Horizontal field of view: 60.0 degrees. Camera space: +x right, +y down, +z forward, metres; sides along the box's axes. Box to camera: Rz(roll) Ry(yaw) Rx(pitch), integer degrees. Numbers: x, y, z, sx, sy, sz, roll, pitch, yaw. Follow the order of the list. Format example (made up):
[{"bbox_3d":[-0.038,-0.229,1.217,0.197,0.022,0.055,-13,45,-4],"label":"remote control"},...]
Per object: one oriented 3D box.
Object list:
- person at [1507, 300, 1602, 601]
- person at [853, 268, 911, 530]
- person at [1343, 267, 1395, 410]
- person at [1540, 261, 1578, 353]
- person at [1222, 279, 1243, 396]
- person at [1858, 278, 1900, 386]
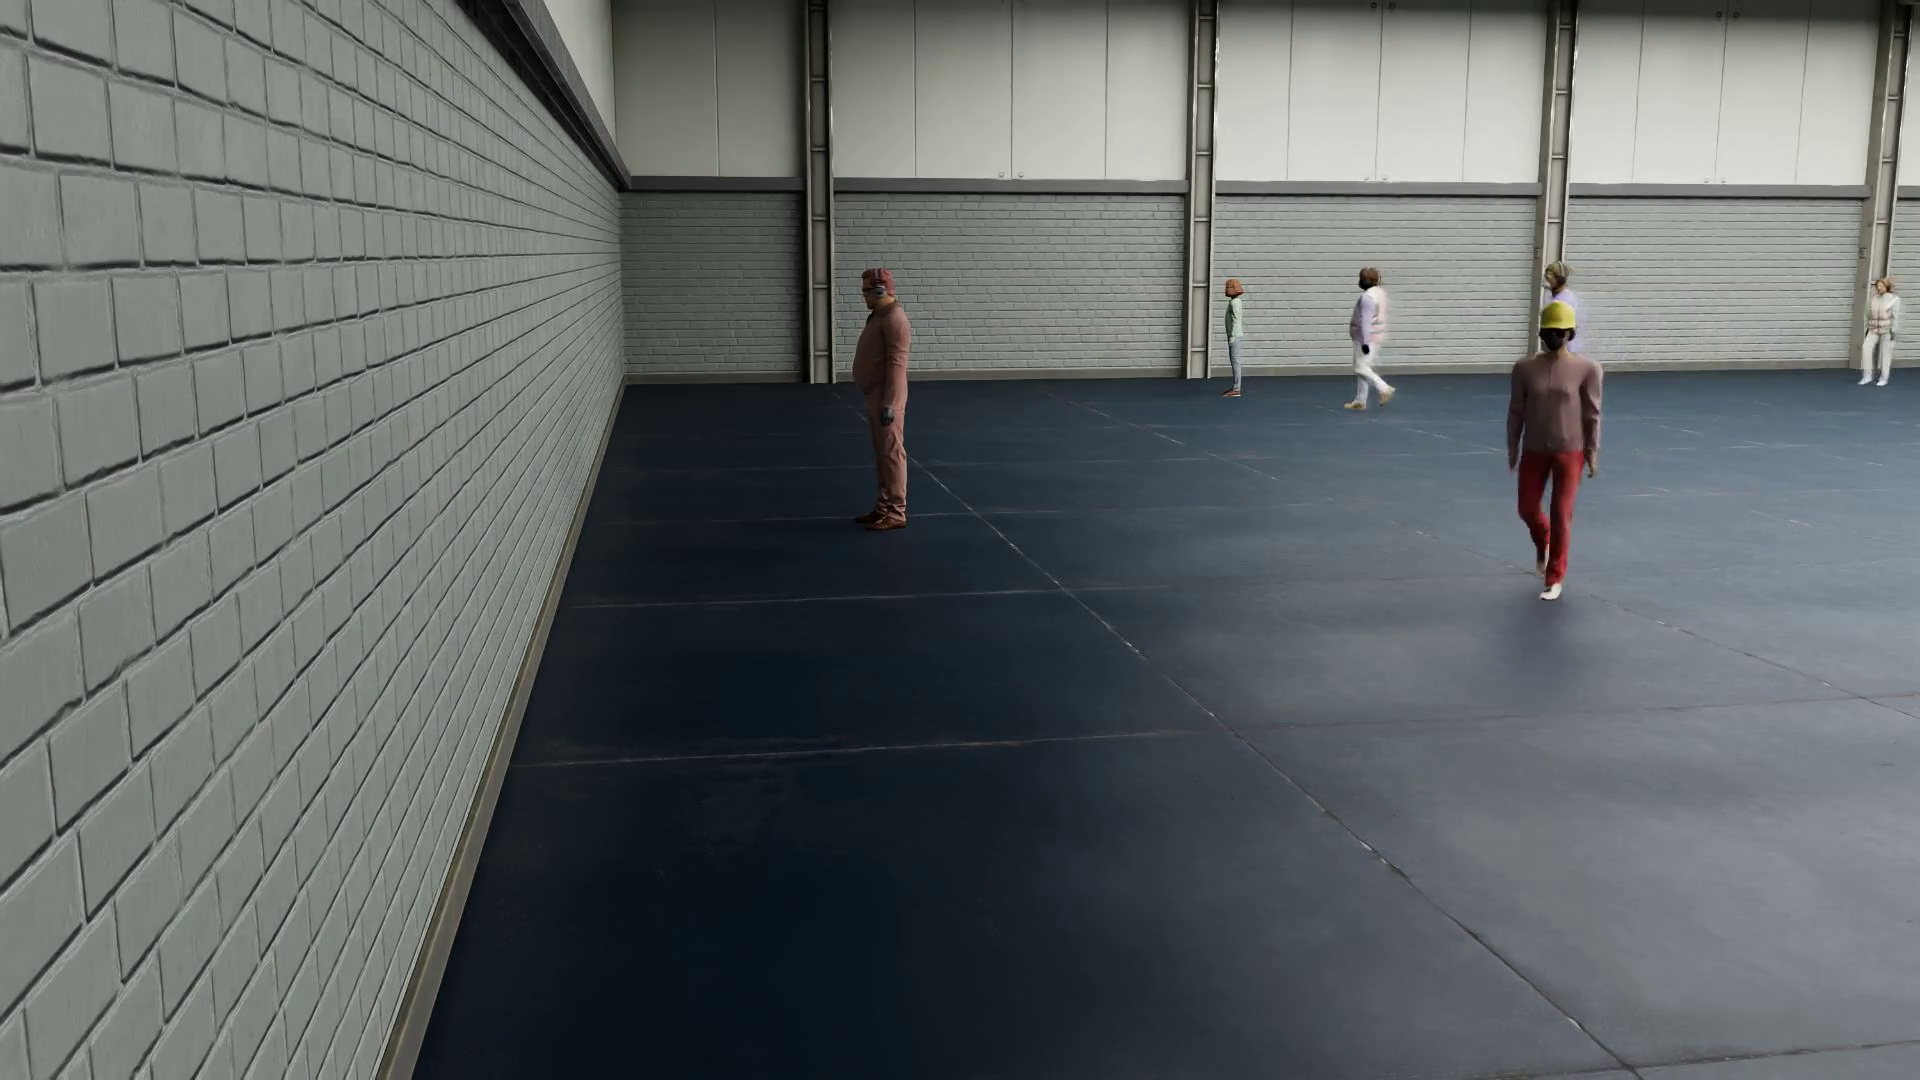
[{"bbox_3d":[3.517,-0.543,9.832,0.528,1.752,0.598,6,12,33],"label":"person"},{"bbox_3d":[-0.579,-1.023,12.143,0.406,1.901,0.639,-2,10,-13],"label":"person"},{"bbox_3d":[5.214,-2.537,21.075,0.604,1.826,0.631,6,11,30],"label":"person"},{"bbox_3d":[5.829,-1.750,16.248,0.483,1.925,0.652,1,10,3],"label":"person"},{"bbox_3d":[3.829,-2.833,23.324,0.265,1.631,0.507,2,10,11],"label":"person"},{"bbox_3d":[13.797,-3.110,24.952,0.549,1.618,0.534,-7,12,-35],"label":"person"}]
